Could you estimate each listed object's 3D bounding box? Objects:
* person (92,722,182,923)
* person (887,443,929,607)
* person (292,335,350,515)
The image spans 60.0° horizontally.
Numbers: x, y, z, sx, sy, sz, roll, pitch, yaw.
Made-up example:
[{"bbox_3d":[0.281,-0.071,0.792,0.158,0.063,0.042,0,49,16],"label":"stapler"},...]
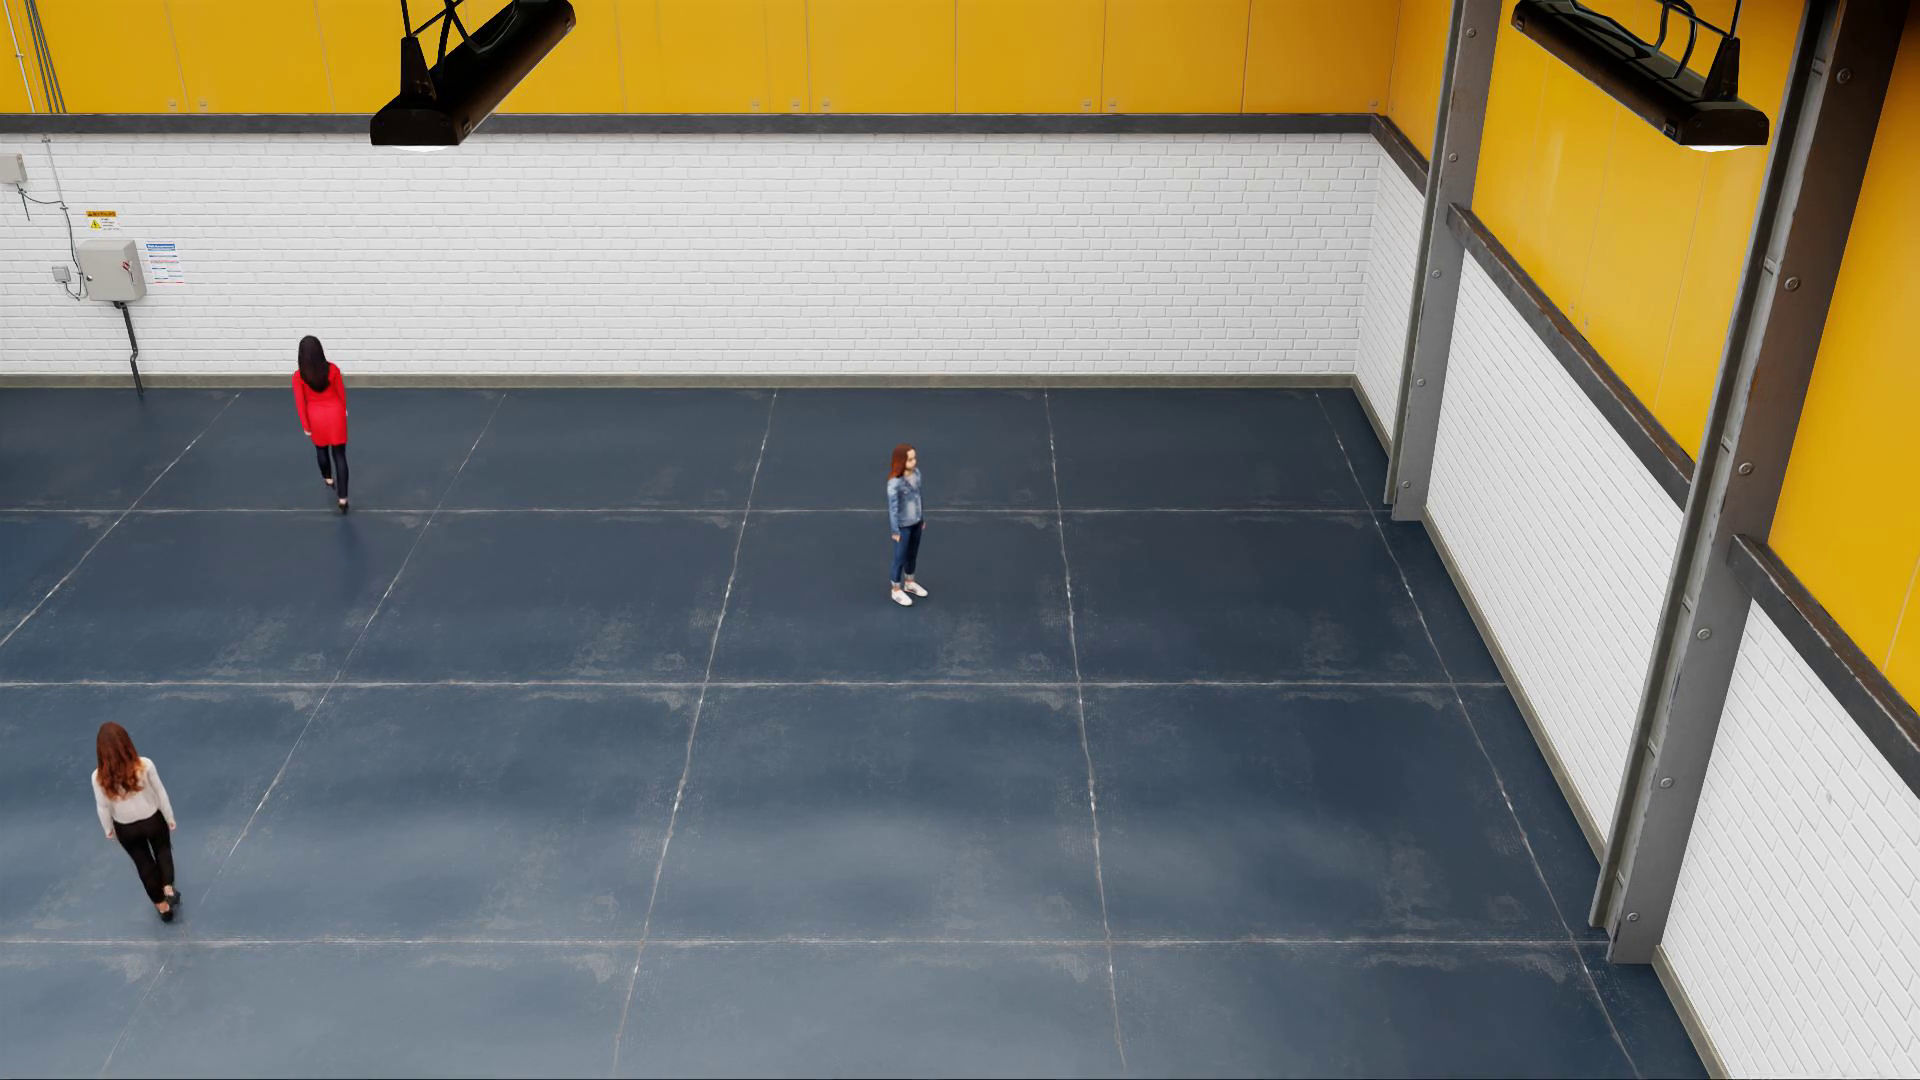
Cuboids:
[{"bbox_3d":[-5.202,1.837,10.554,0.644,1.478,0.650,-14,31,-23],"label":"person"},{"bbox_3d":[-0.464,-0.153,14.206,0.686,1.475,0.596,18,34,30],"label":"person"},{"bbox_3d":[-5.921,-1.057,15.610,0.861,1.717,1.041,-13,31,-22],"label":"person"}]
